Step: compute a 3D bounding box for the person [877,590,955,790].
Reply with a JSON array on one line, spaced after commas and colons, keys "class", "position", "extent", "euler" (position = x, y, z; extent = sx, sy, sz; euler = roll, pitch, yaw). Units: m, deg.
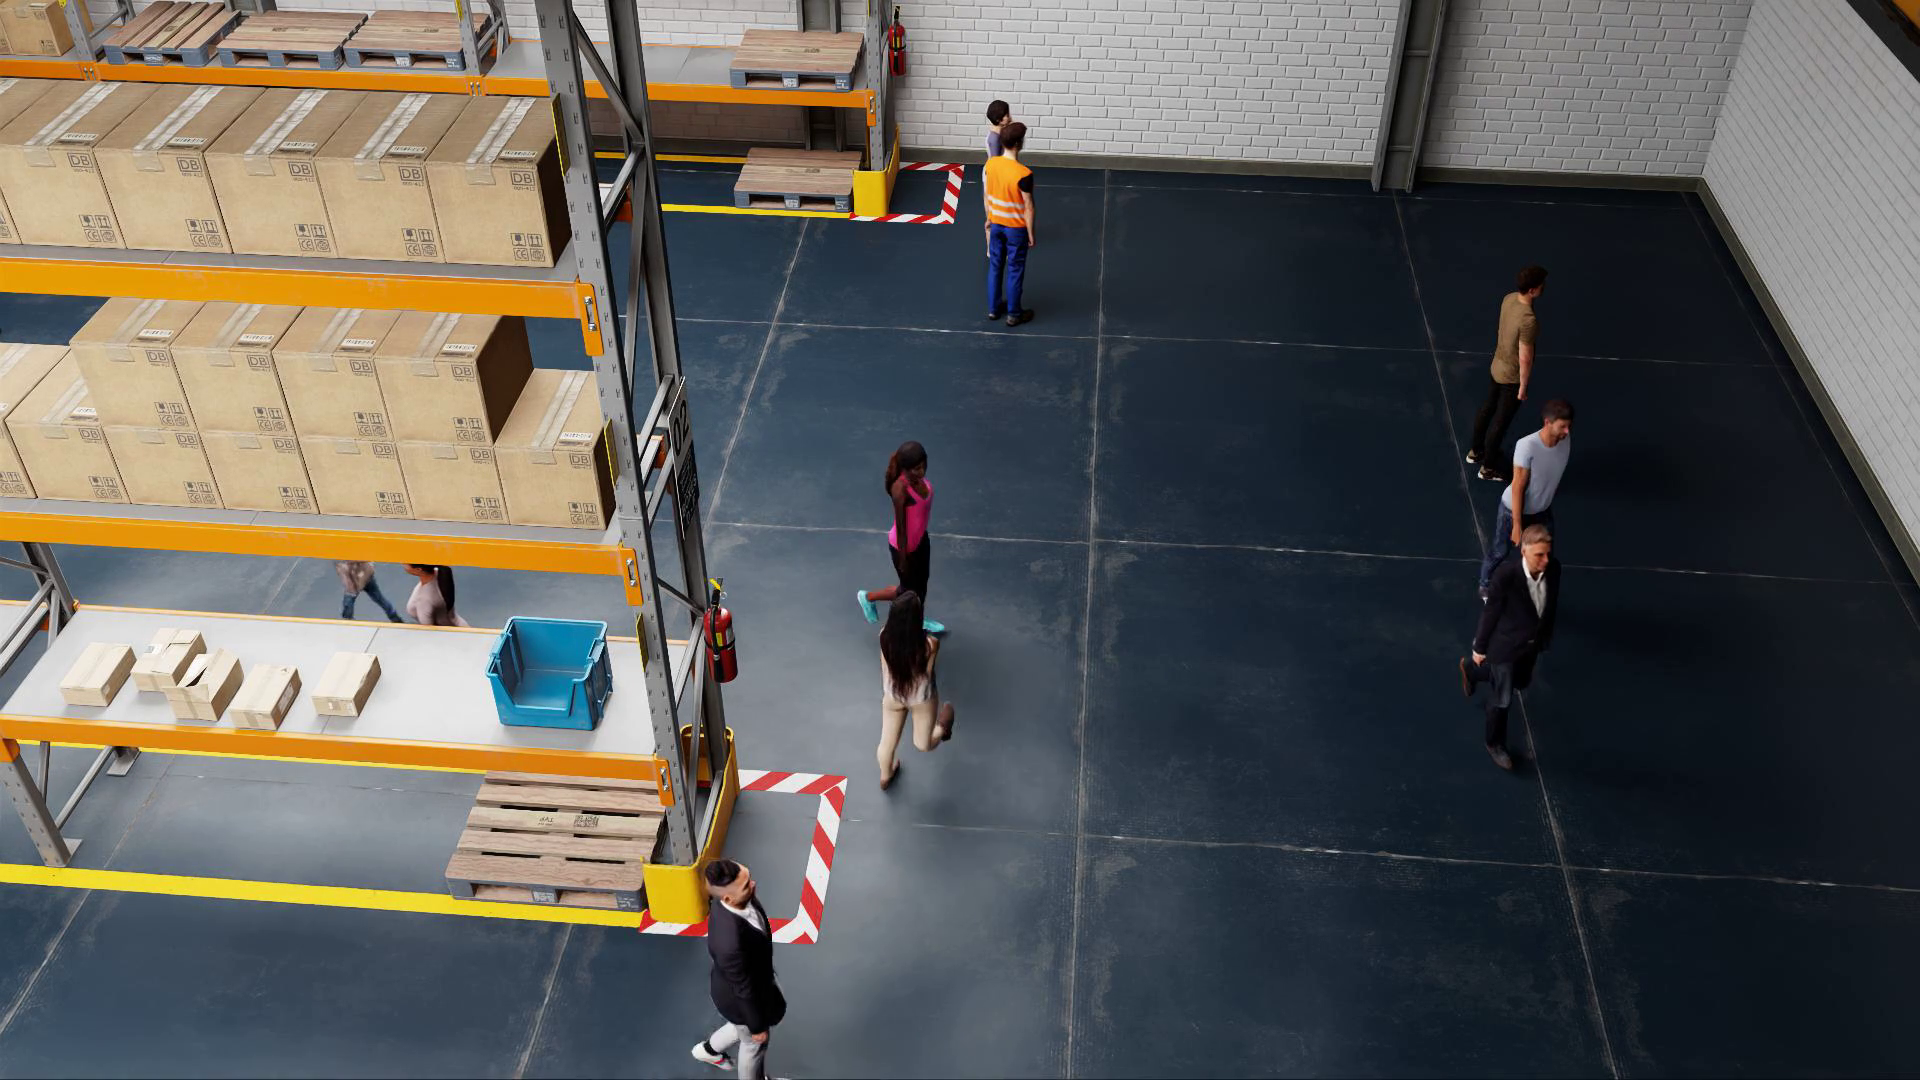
[{"class": "person", "position": [-0.282, 0.869, 10.419], "extent": [0.775, 1.649, 0.696], "euler": [-13, 40, -15]}]

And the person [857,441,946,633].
[{"class": "person", "position": [-0.424, 0.010, 11.447], "extent": [0.926, 1.709, 0.763], "euler": [13, 40, 16]}]

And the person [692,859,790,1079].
[{"class": "person", "position": [-1.182, 2.255, 8.453], "extent": [0.825, 1.937, 0.750], "euler": [-1, 39, -1]}]

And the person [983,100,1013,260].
[{"class": "person", "position": [0.359, -3.475, 15.925], "extent": [0.503, 1.565, 0.559], "euler": [3, 39, 3]}]

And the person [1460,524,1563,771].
[{"class": "person", "position": [3.526, 0.584, 10.660], "extent": [1.086, 1.793, 1.013], "euler": [-12, 40, -14]}]

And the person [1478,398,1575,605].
[{"class": "person", "position": [3.910, -0.267, 11.683], "extent": [0.868, 1.847, 0.864], "euler": [-12, 40, -15]}]

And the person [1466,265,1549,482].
[{"class": "person", "position": [4.291, -1.322, 13.000], "extent": [0.635, 1.852, 0.703], "euler": [-4, 39, -5]}]

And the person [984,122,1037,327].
[{"class": "person", "position": [0.434, -2.809, 14.840], "extent": [0.755, 1.880, 0.858], "euler": [25, 45, 28]}]
